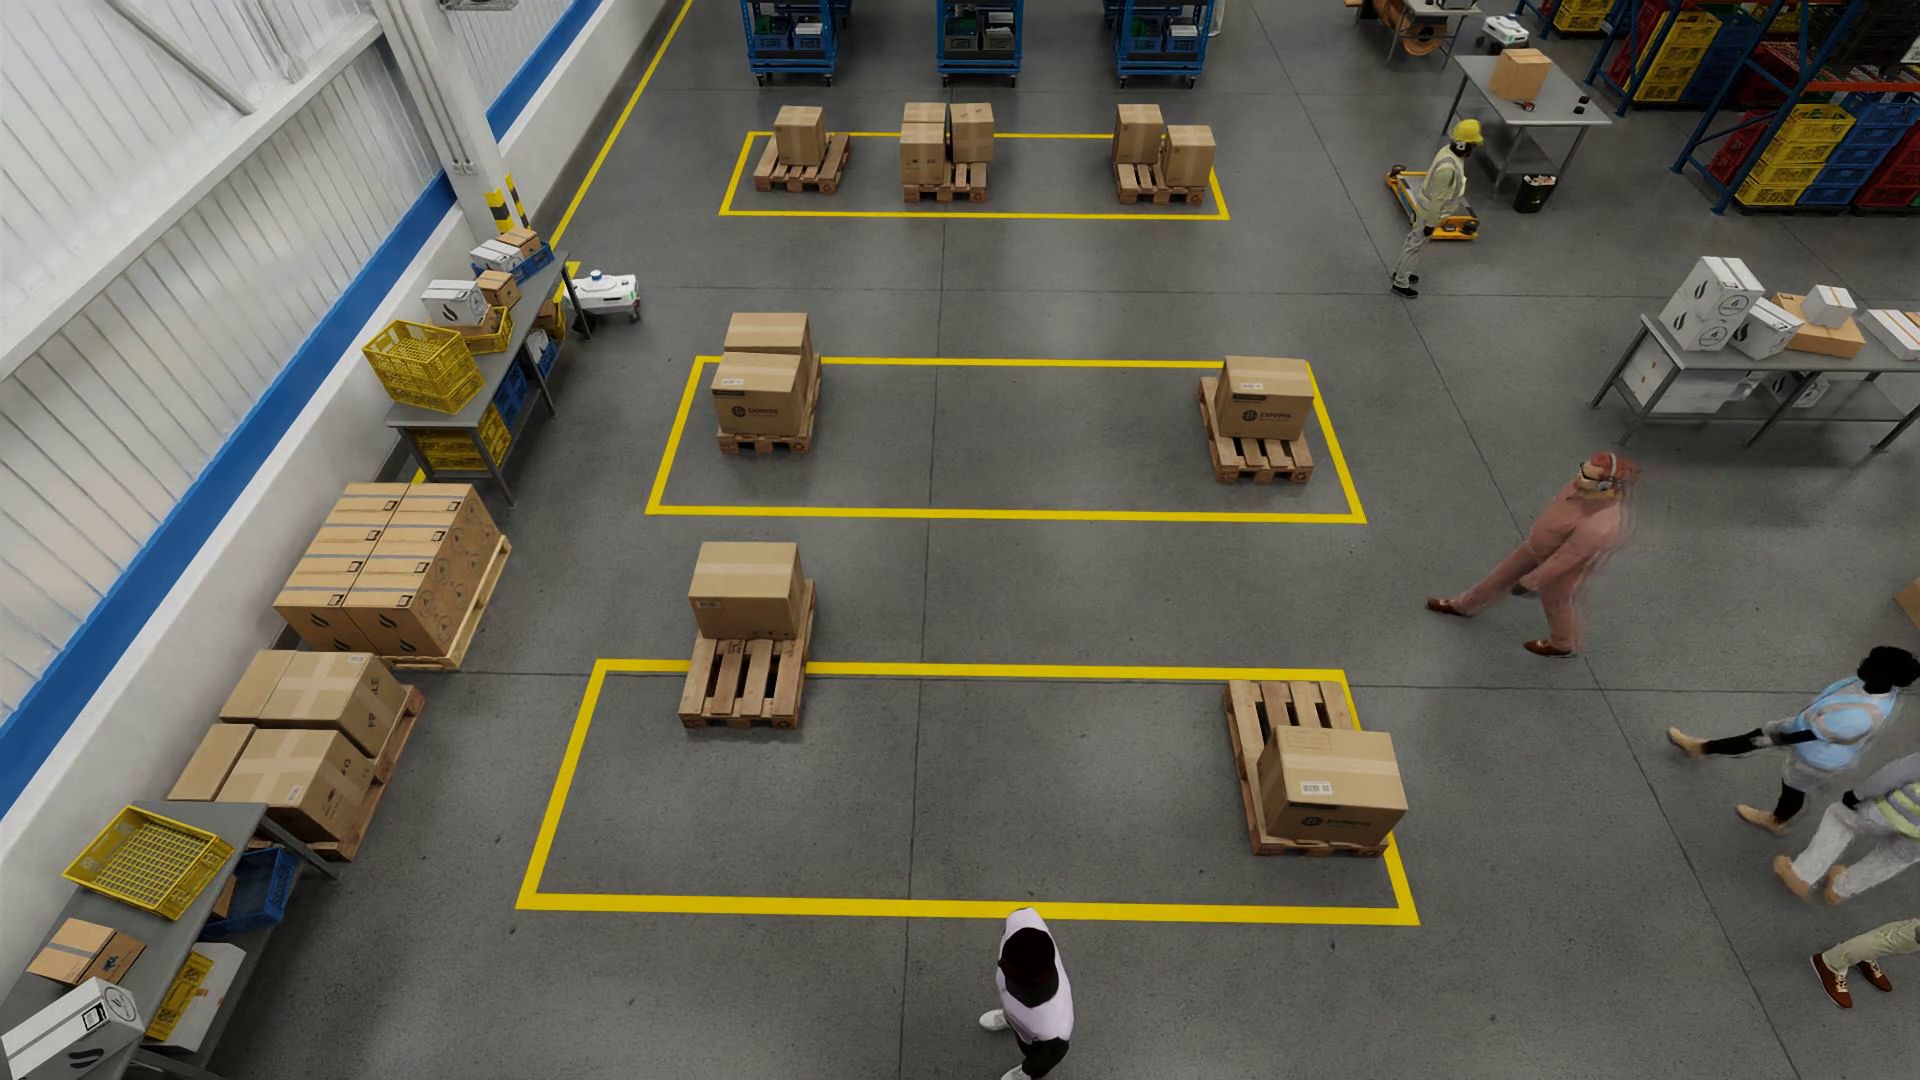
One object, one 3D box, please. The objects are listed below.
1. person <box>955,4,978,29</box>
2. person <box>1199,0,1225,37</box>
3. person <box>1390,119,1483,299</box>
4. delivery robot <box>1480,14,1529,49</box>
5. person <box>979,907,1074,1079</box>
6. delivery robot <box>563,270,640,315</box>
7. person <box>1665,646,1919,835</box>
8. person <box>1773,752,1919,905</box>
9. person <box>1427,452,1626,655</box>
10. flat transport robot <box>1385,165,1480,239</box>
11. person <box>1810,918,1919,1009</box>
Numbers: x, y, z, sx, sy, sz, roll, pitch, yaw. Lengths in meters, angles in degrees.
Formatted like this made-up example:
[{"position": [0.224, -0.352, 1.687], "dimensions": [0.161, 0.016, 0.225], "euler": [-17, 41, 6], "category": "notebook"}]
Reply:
[{"position": [0.067, -8.458, 13.705], "dimensions": [0.608, 1.995, 0.377], "euler": [32, 56, 24], "category": "person"}, {"position": [3.995, -8.702, 14.154], "dimensions": [0.314, 1.632, 0.518], "euler": [-25, 54, -20], "category": "person"}, {"position": [4.884, -3.399, 9.429], "dimensions": [0.404, 1.837, 0.587], "euler": [17, 51, 14], "category": "person"}, {"position": [8.314, -7.750, 13.977], "dimensions": [0.477, 0.478, 0.707], "euler": [-10, 50, -8], "category": "delivery robot"}, {"position": [0.344, 2.268, 4.470], "dimensions": [0.373, 1.917, 0.594], "euler": [-13, 50, -11], "category": "person"}, {"position": [-3.696, -2.551, 9.477], "dimensions": [0.707, 0.478, 0.477], "euler": [-6, 49, -5], "category": "delivery robot"}, {"position": [5.113, 1.164, 5.598], "dimensions": [0.833, 1.647, 0.532], "euler": [35, 58, 26], "category": "person"}, {"position": [5.421, 1.550, 5.160], "dimensions": [0.662, 1.817, 0.429], "euler": [26, 54, 21], "category": "person"}, {"position": [4.159, 0.117, 6.384], "dimensions": [1.019, 1.850, 0.662], "euler": [12, 50, 10], "category": "person"}, {"position": [5.692, -4.094, 11.059], "dimensions": [0.652, 0.197, 1.431], "euler": [1, 49, 1], "category": "flat transport robot"}, {"position": [5.277, 1.970, 4.757], "dimensions": [0.514, 1.876, 0.328], "euler": [-12, 50, -10], "category": "person"}]
